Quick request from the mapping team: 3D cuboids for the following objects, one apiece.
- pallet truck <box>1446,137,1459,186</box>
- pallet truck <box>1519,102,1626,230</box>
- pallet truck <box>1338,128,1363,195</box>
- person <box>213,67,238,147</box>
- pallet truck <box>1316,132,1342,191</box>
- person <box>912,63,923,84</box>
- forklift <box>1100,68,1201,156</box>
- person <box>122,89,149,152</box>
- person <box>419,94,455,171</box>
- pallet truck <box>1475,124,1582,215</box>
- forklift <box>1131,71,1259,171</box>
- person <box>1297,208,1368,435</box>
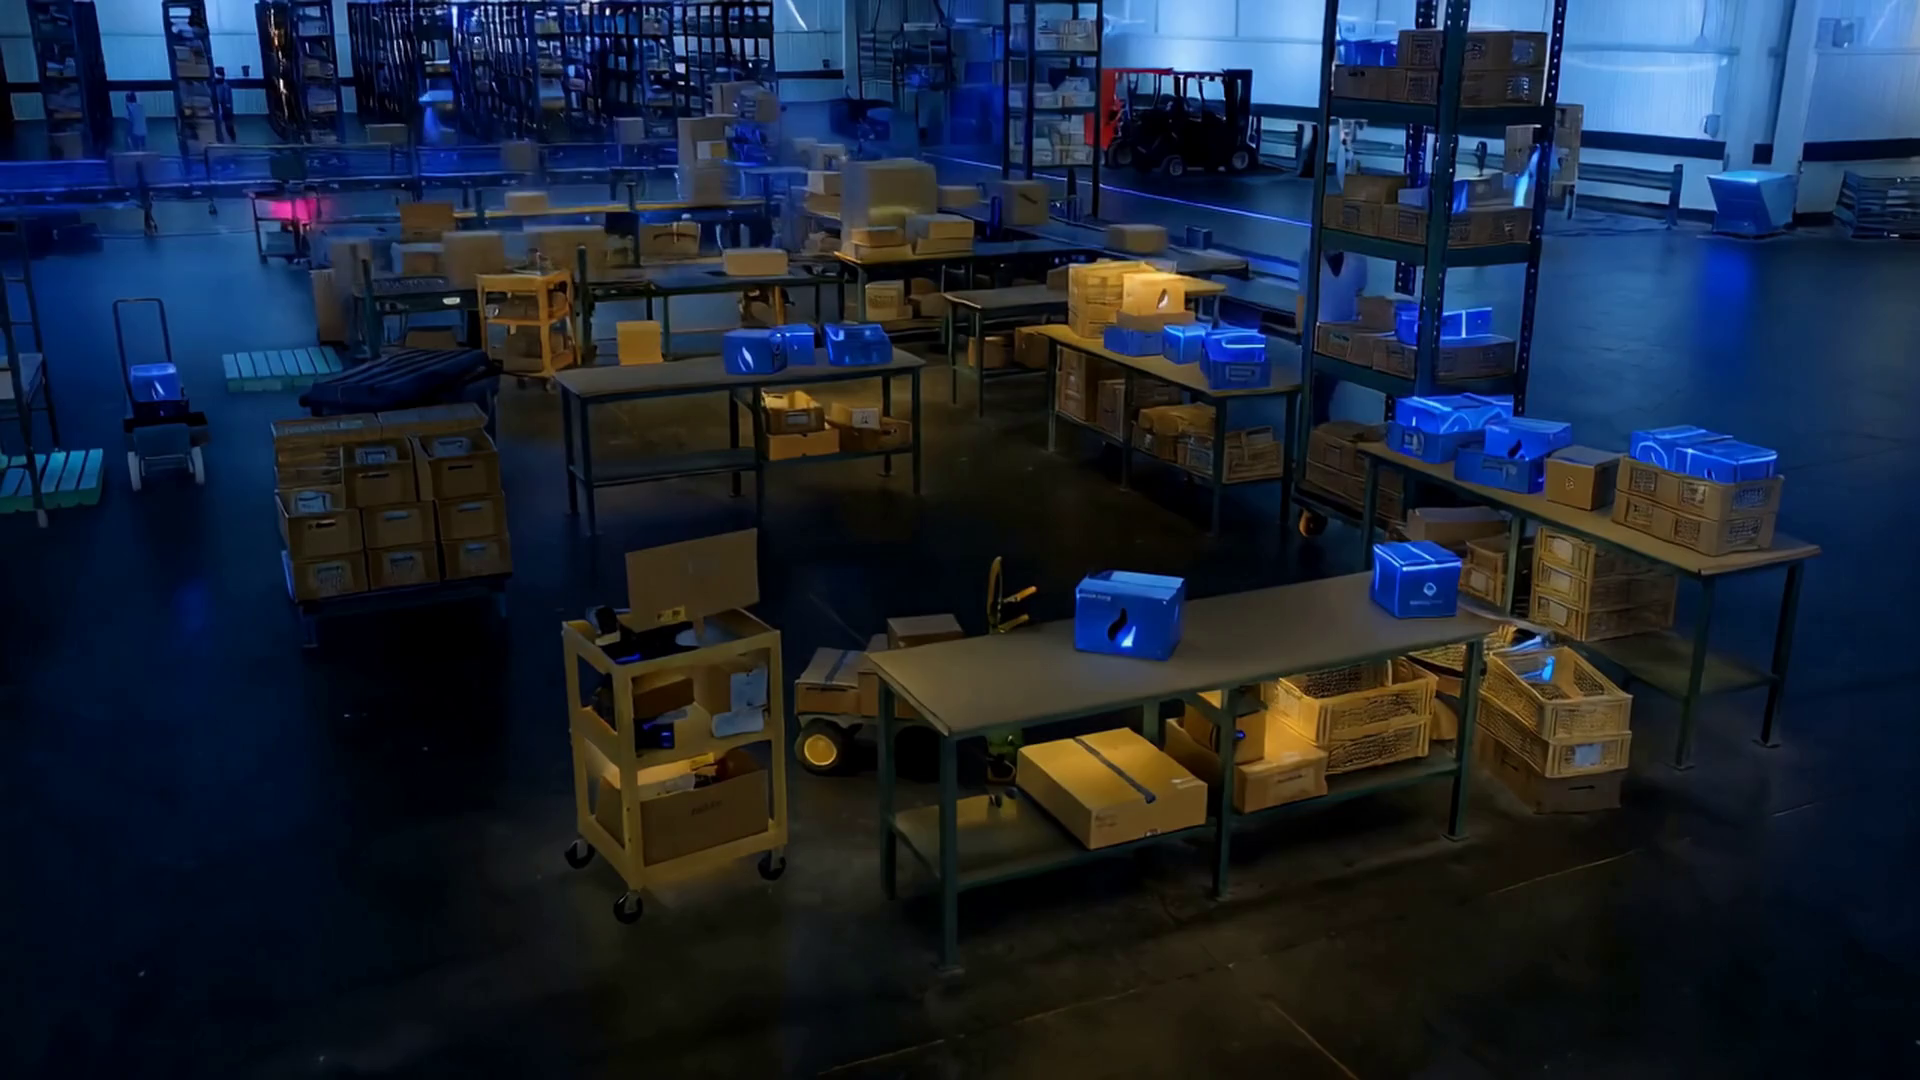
[{"bbox_3d":[9.184,-6.485,29.328,1.630,1.274,0.653,-8,19,-23],"label":"pallet truck"},{"bbox_3d":[9.972,-6.037,26.785,1.885,1.965,0.823,-9,20,-25],"label":"pallet truck"},{"bbox_3d":[7.845,-7.140,31.411,1.522,1.261,0.704,-9,20,-25],"label":"pallet truck"},{"bbox_3d":[-18.736,-10.991,42.321,0.387,2.039,0.614,-1,18,-4],"label":"person"},{"bbox_3d":[7.723,-7.504,32.656,1.601,1.201,0.680,-8,19,-23],"label":"pallet truck"},{"bbox_3d":[-1.168,-12.229,46.290,0.375,1.997,0.611,-4,18,-11],"label":"person"},{"bbox_3d":[4.082,-9.564,37.410,2.680,1.987,1.157,-8,19,-23],"label":"forklift"},{"bbox_3d":[-16.871,-8.292,34.130,0.389,1.849,0.566,7,19,21],"label":"person"},{"bbox_3d":[-10.921,-8.385,34.592,0.597,1.748,0.529,-4,18,-11],"label":"person"},{"bbox_3d":[9.707,-6.455,28.103,1.885,1.965,0.823,-7,19,-20],"label":"pallet truck"},{"bbox_3d":[4.998,-8.936,35.413,2.680,1.987,1.157,-9,20,-25],"label":"forklift"},{"bbox_3d":[3.020,-1.768,13.567,0.537,1.858,1.031,0,18,0],"label":"person"}]
